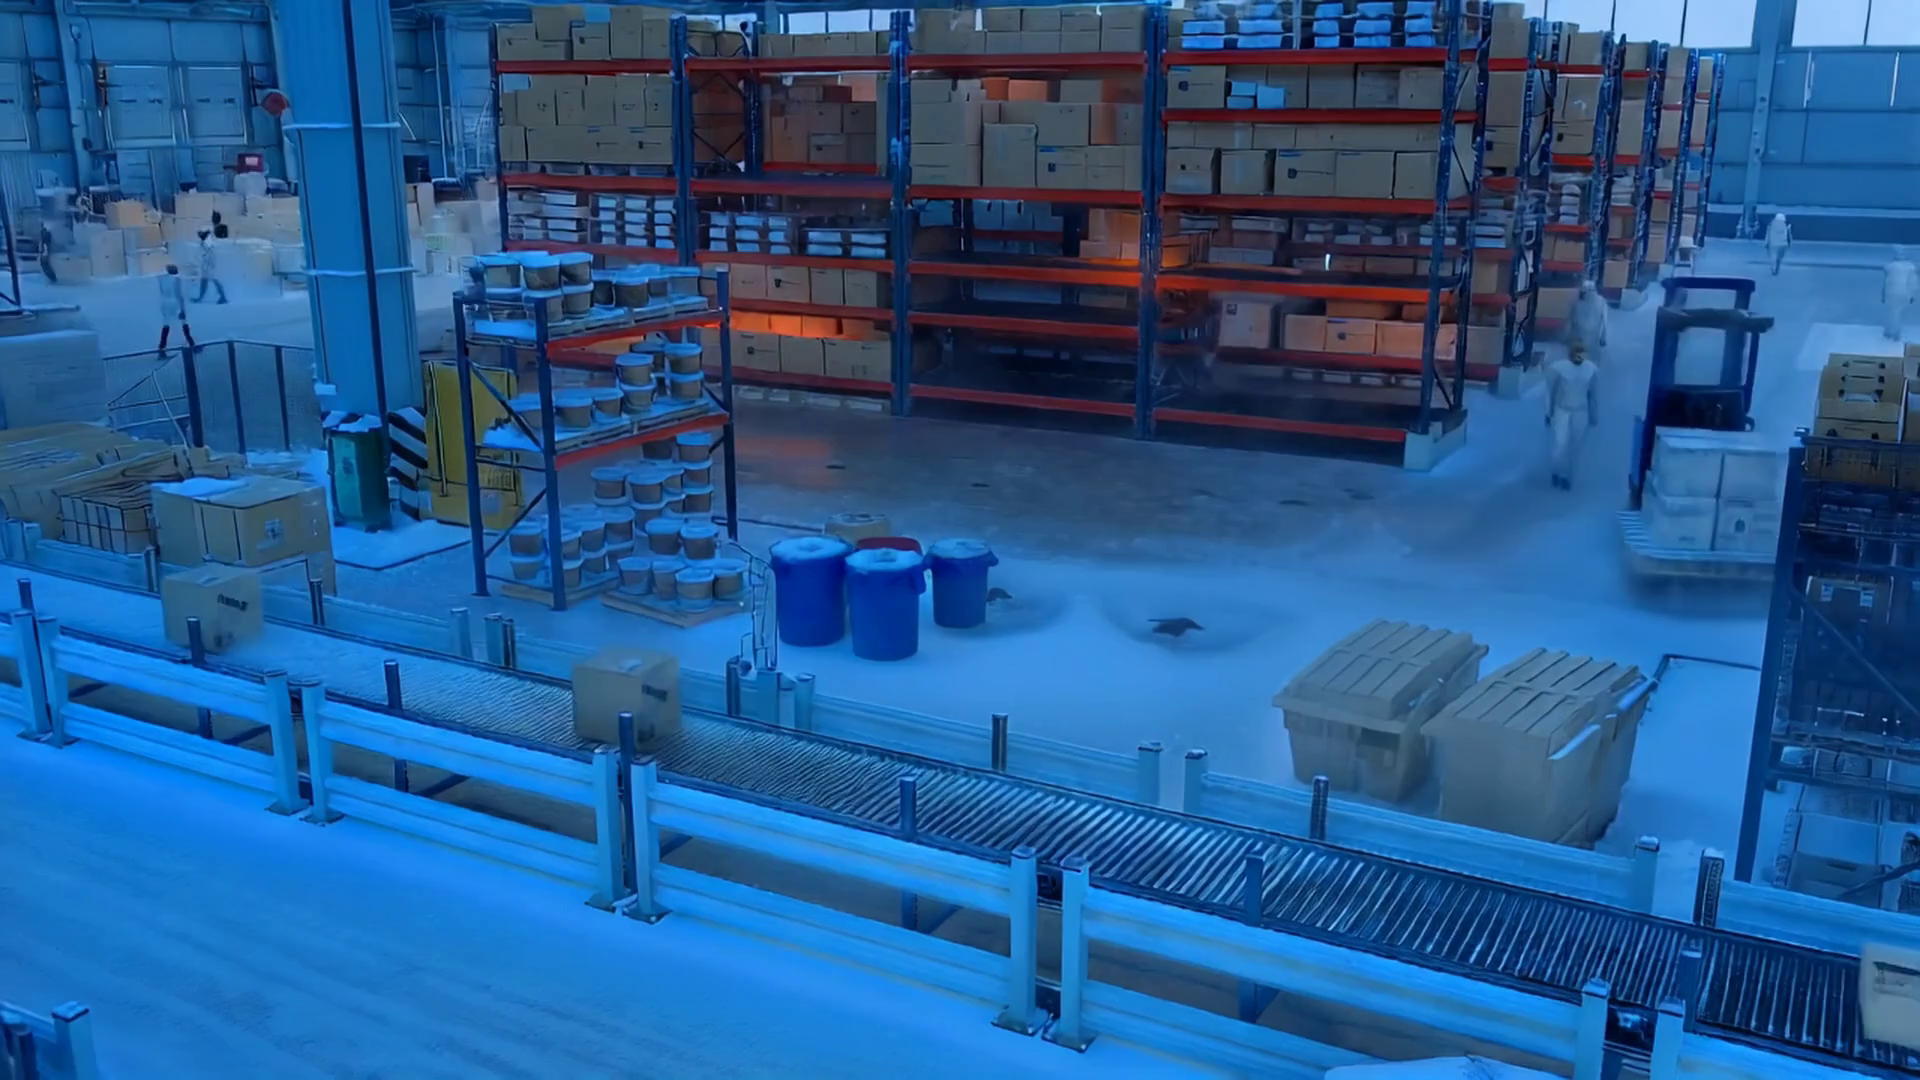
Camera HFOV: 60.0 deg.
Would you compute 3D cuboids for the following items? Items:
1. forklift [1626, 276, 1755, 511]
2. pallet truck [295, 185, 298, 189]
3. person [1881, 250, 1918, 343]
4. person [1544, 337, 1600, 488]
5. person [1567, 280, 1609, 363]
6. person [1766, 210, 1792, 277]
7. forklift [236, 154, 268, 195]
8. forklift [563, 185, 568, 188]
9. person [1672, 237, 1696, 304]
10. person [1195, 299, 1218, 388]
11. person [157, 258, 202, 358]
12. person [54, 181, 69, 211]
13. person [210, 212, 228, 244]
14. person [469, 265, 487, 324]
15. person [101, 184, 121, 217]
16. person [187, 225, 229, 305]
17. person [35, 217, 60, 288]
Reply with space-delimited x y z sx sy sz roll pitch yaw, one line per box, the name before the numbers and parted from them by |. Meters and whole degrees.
forklift | 8.498 -1.633 19.238 1.129 2.768 1.873 4 15 15
pallet truck | -26.804 -14.617 69.738 1.885 1.965 0.823 -14 20 -42
person | 19.012 -4.947 33.726 0.649 1.828 1.022 3 15 11
person | 7.692 -1.581 20.866 0.654 1.925 0.515 0 15 -1
person | 10.513 -3.421 27.912 0.660 1.851 0.999 7 17 26
person | 22.488 -8.142 45.748 0.623 1.818 0.860 10 18 33
forklift | -25.676 -12.614 60.518 1.873 2.768 1.129 8 17 28
forklift | -14.755 -13.448 63.654 1.873 2.768 1.129 8 17 28
person | 17.245 -6.417 39.648 0.524 1.609 0.561 4 15 15
person | 3.966 -3.081 26.975 0.502 1.676 0.545 7 16 25
person | -14.957 -4.412 31.614 0.562 1.888 1.011 3 15 12
person | -31.899 -11.762 59.123 0.355 1.936 0.635 3 15 10
person | -19.419 -7.647 43.735 0.412 1.905 0.612 3 15 9
person | -9.284 -4.472 32.201 0.552 1.680 0.541 0 15 -1
person | -29.723 -11.514 58.301 0.646 1.887 1.019 -8 17 -28
person | -17.937 -6.501 39.435 0.965 1.881 0.584 -7 16 -23
person | -23.753 -7.468 43.199 0.536 1.818 0.545 -4 15 -14
